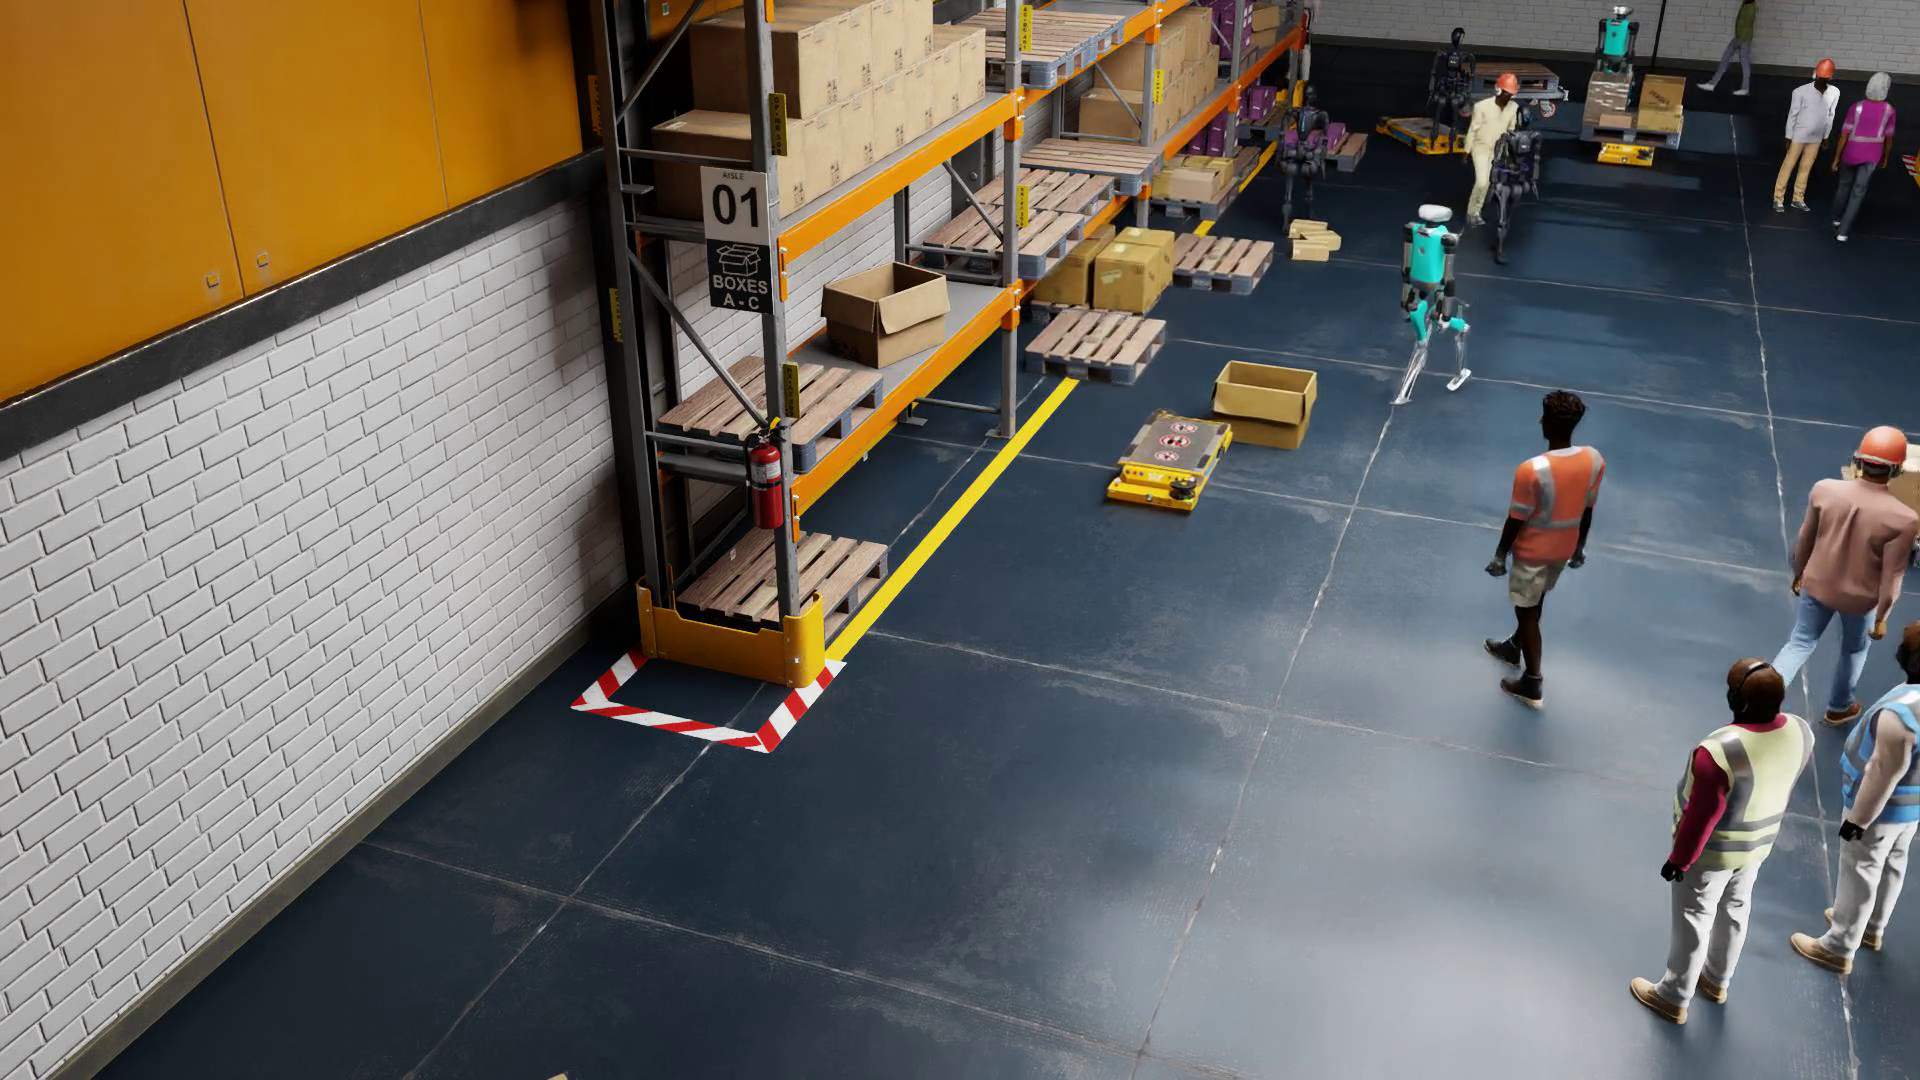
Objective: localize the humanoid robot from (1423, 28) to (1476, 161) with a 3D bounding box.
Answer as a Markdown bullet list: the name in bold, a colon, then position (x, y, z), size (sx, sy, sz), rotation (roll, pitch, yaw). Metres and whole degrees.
- **humanoid robot**: position (6.269, -5.695, 21.246), size (0.599, 1.657, 0.314), rotation (10, 29, 19)

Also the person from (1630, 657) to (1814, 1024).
- **person**: position (3.391, 1.343, 7.432), size (0.632, 1.839, 0.429), rotation (-13, 30, -23)

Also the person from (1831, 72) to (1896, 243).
- **person**: position (9.921, -4.229, 18.279), size (0.536, 1.792, 0.959), rotation (14, 31, 26)

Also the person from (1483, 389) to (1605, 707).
- **person**: position (3.439, 0.014, 9.923), size (0.611, 1.948, 0.715), rotation (-13, 30, -23)

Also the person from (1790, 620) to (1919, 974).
- **person**: position (4.299, 1.188, 7.731), size (0.631, 1.841, 0.429), rotation (-18, 32, -31)

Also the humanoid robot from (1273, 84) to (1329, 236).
- **humanoid robot**: position (3.789, -4.248, 18.504), size (0.596, 1.622, 0.774), rotation (10, 29, 18)

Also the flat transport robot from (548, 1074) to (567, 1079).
- **flat transport robot**: position (-1.575, 2.910, 6.107), size (1.431, 0.231, 0.659), rotation (-17, 32, -29)

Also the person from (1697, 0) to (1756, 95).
- **person**: position (11.480, -7.417, 24.670), size (0.789, 1.594, 0.530), rotation (3, 27, 5)

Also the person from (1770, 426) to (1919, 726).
- **person**: position (4.963, 0.273, 9.385), size (0.945, 1.954, 0.625), rotation (-19, 33, -33)

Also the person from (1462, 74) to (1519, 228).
- **person**: position (5.936, -4.363, 18.622), size (0.576, 1.720, 0.509), rotation (-8, 28, -15)

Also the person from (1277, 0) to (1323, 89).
- **person**: position (5.122, -7.790, 25.099), size (0.368, 1.902, 0.777), rotation (-20, 33, -33)

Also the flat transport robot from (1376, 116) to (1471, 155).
- **flat transport robot**: position (6.204, -5.419, 22.262), size (0.659, 0.231, 1.431), rotation (-7, 28, -13)

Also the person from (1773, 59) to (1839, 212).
- **person**: position (9.789, -4.667, 19.187), size (0.562, 1.746, 0.336), rotation (-2, 27, -4)

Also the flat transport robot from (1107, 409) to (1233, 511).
- **flat transport robot**: position (1.663, -0.640, 12.992), size (0.659, 0.231, 1.431), rotation (10, 29, 18)

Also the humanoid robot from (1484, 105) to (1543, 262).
- **humanoid robot**: position (5.838, -3.754, 17.515), size (0.585, 1.635, 0.681), rotation (-6, 28, -11)

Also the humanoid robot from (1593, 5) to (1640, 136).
- **humanoid robot**: position (8.813, -6.225, 22.282), size (0.678, 1.861, 0.541), rotation (-24, 36, -38)

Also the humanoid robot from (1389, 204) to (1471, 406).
- **humanoid robot**: position (4.124, -2.011, 14.111), size (1.018, 1.782, 0.534), rotation (-18, 32, -31)

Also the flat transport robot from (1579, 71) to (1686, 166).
- **flat transport robot**: position (8.756, -5.173, 21.785), size (0.659, 0.231, 1.431), rotation (11, 29, 20)
